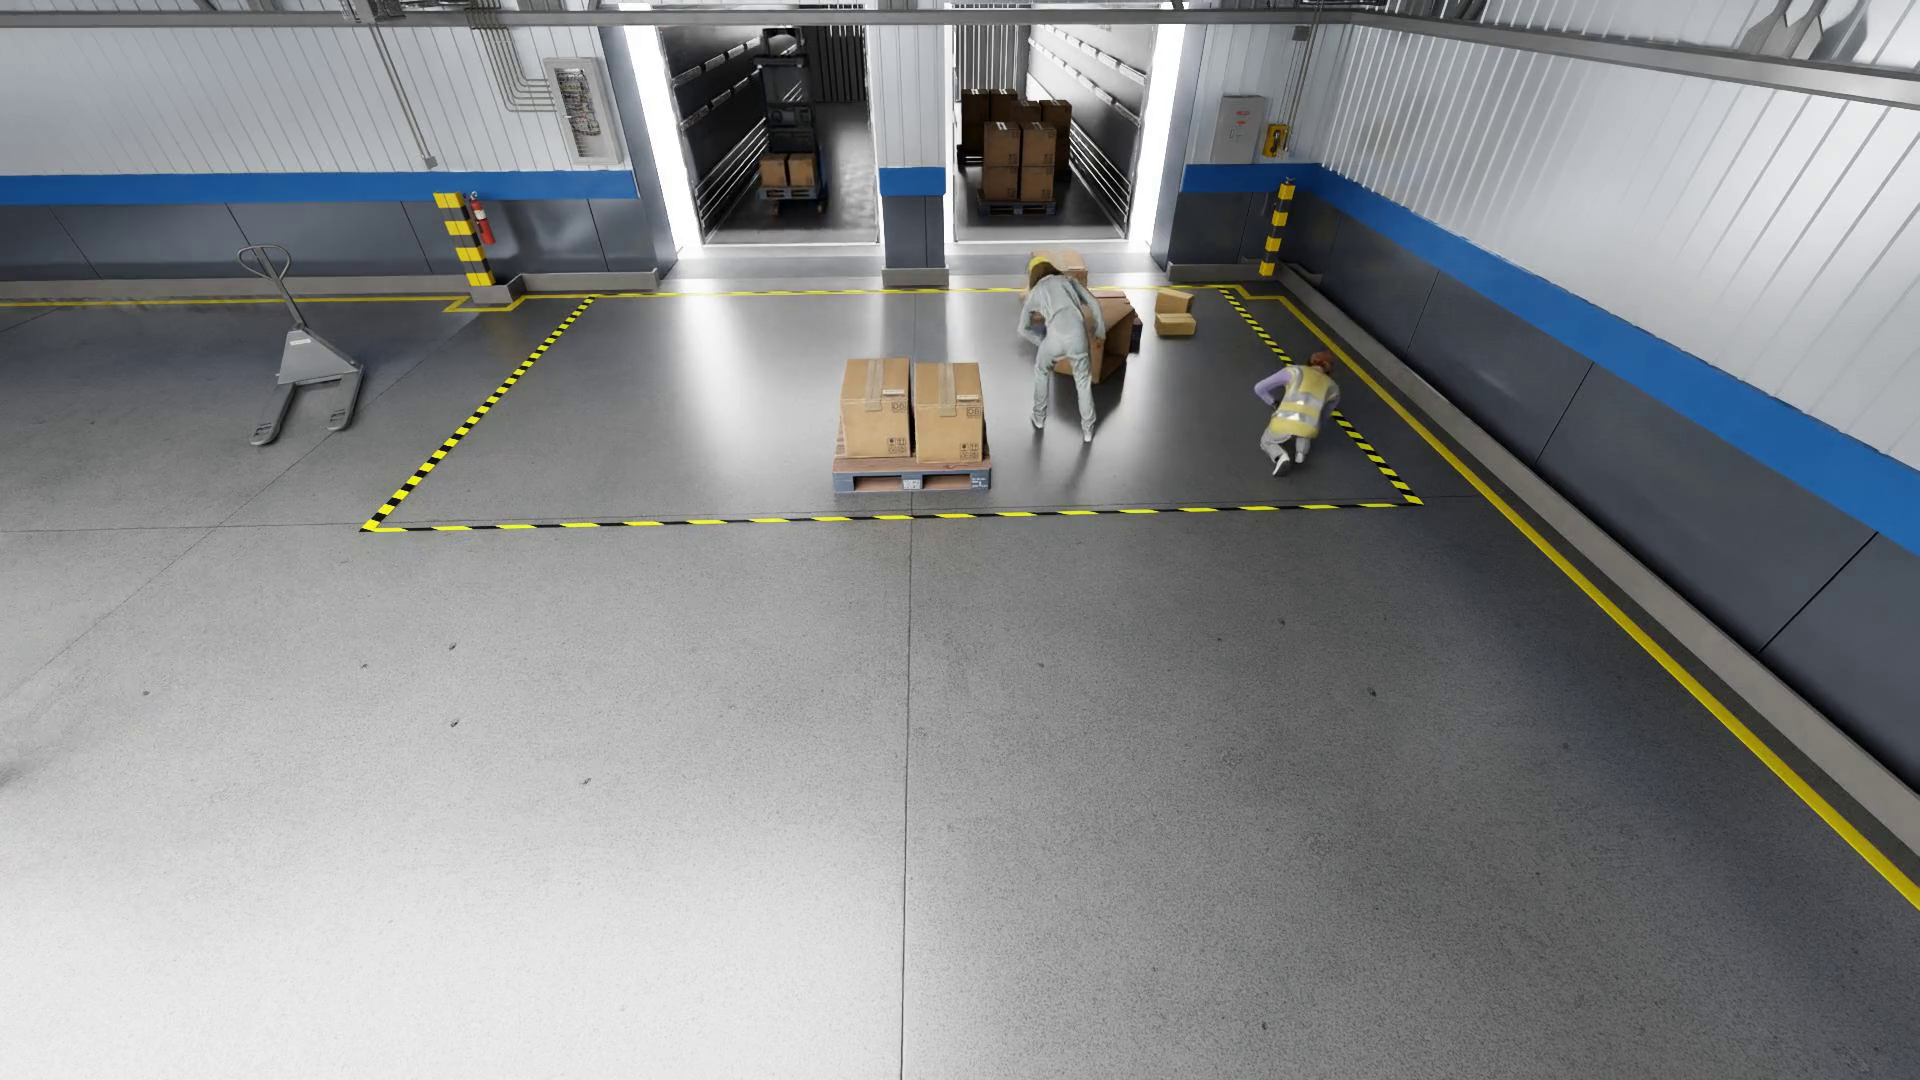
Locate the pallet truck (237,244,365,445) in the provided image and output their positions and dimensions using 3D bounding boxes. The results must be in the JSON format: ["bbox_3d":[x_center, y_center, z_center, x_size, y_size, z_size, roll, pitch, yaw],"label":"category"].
[{"bbox_3d":[-5.915,-1.733,6.366,0.680,1.201,1.601,-18,42,-21],"label":"pallet truck"}]

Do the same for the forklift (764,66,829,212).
[{"bbox_3d":[-2.622,-6.546,11.788,0.716,2.013,0.776,-2,39,-2],"label":"forklift"}]

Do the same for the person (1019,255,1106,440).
[{"bbox_3d":[0.830,-1.601,6.135,0.722,1.333,0.841,0,38,-1],"label":"person"}]

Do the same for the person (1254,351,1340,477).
[{"bbox_3d":[2.671,-0.998,5.847,0.634,0.806,0.915,10,39,12],"label":"person"}]
